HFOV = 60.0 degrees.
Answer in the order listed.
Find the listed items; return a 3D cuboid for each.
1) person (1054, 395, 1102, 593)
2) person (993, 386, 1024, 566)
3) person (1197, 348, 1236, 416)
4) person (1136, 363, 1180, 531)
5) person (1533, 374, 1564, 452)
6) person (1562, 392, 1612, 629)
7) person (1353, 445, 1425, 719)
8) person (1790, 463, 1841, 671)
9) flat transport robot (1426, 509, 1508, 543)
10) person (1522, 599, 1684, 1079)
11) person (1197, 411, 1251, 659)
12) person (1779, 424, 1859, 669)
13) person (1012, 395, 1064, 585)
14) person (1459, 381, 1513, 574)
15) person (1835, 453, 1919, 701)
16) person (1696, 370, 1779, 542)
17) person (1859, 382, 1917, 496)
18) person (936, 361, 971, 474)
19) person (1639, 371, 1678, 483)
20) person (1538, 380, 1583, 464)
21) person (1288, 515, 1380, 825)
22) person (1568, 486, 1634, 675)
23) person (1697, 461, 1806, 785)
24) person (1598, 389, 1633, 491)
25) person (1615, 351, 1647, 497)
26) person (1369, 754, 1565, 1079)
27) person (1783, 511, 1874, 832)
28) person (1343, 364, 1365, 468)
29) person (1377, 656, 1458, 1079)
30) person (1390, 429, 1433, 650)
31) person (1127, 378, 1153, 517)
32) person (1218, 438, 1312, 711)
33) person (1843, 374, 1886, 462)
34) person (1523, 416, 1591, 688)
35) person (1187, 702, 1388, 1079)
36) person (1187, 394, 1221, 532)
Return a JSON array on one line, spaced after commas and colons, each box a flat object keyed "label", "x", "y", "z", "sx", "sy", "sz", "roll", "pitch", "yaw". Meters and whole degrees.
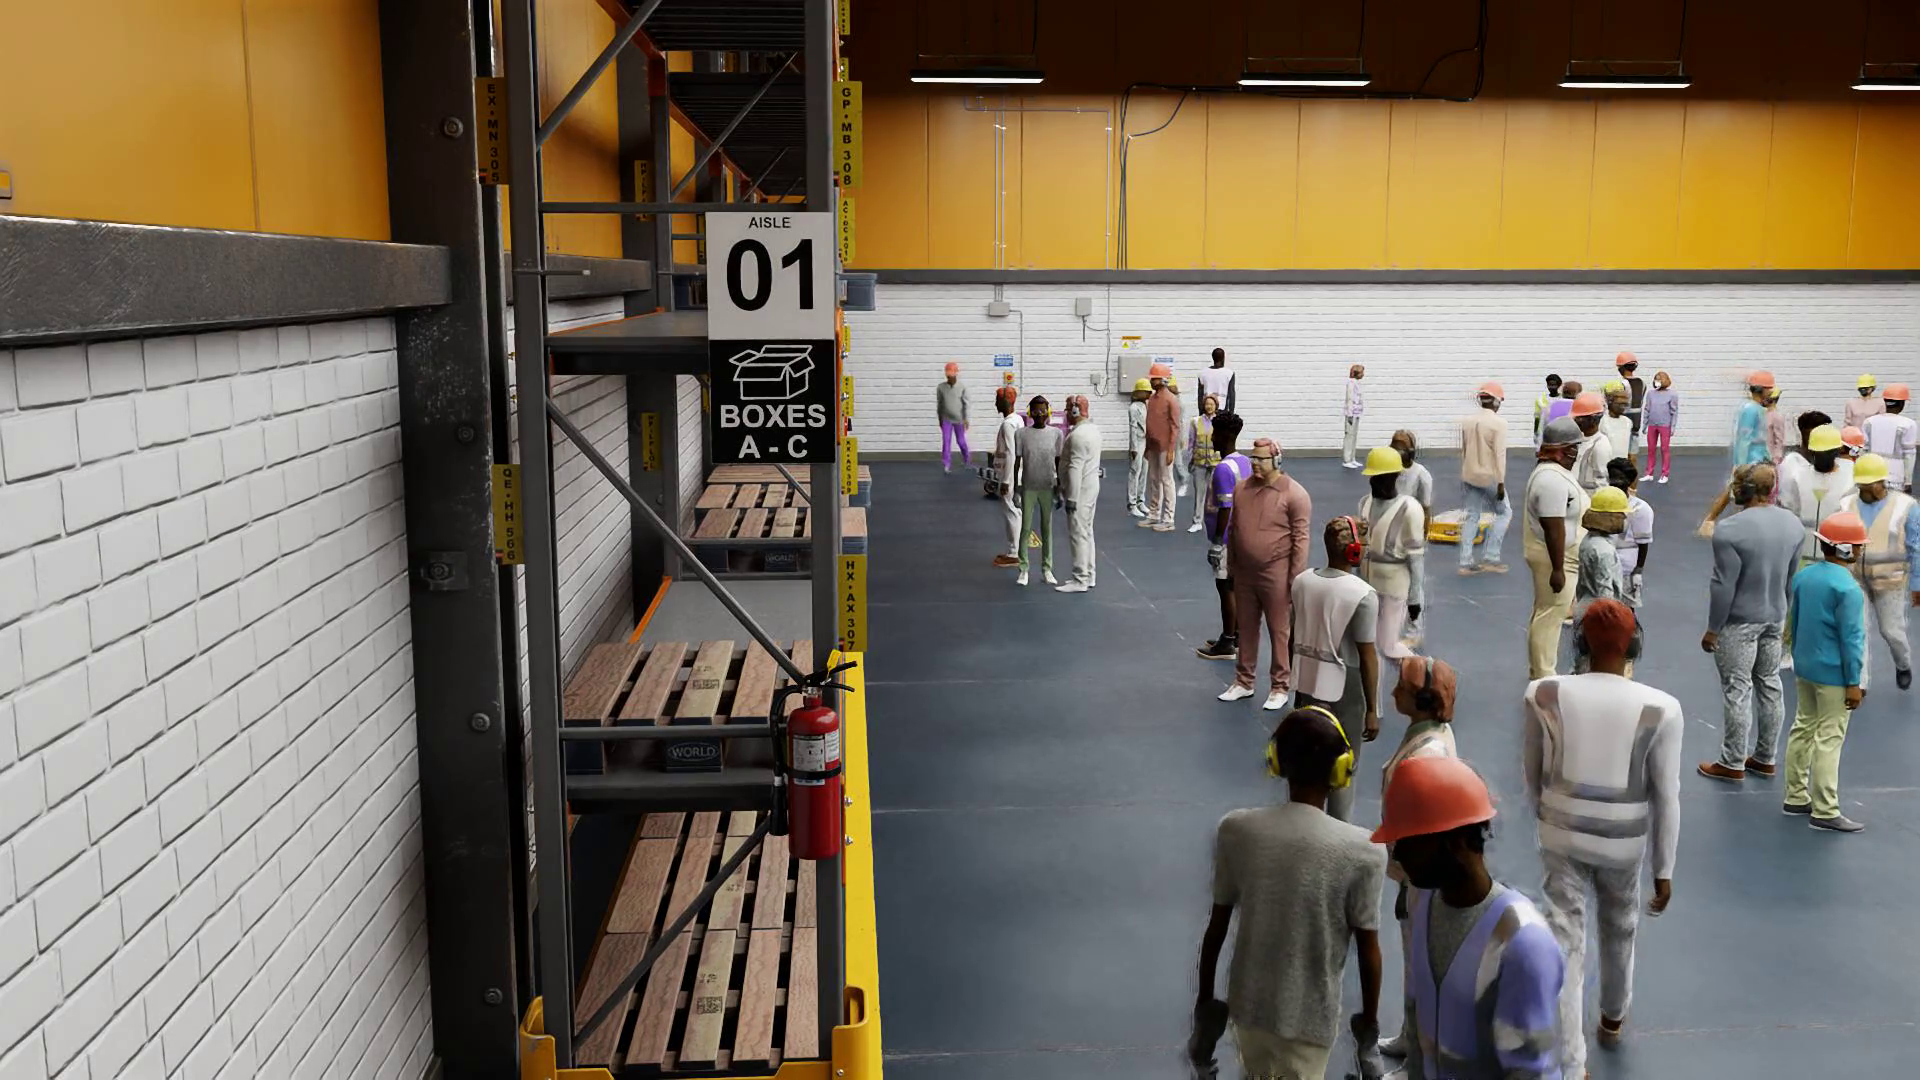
[{"label": "person", "x": 1.141, "y": -0.448, "z": 15.998, "sx": 0.400, "sy": 1.894, "sz": 0.658, "roll": 3, "pitch": 10, "yaw": 18}, {"label": "person", "x": 0.517, "y": -0.661, "z": 17.369, "sx": 0.337, "sy": 1.879, "sz": 0.585, "roll": 2, "pitch": 9, "yaw": 10}, {"label": "person", "x": 3.953, "y": -2.000, "z": 25.669, "sx": 0.590, "sy": 1.916, "sz": 0.399, "roll": 4, "pitch": 10, "yaw": 24}, {"label": "person", "x": 2.375, "y": -1.106, "z": 19.803, "sx": 0.380, "sy": 1.996, "sz": 0.608, "roll": -4, "pitch": 10, "yaw": -25}, {"label": "person", "x": 8.154, "y": -1.444, "z": 22.905, "sx": 0.536, "sy": 1.688, "sz": 0.320, "roll": 6, "pitch": 11, "yaw": 34}, {"label": "person", "x": 5.362, "y": -0.253, "z": 14.312, "sx": 0.378, "sy": 2.040, "sz": 0.607, "roll": 0, "pitch": 9, "yaw": 1}, {"label": "person", "x": 2.908, "y": 0.302, "z": 11.234, "sx": 0.607, "sy": 1.908, "sz": 0.597, "roll": -4, "pitch": 10, "yaw": -24}, {"label": "person", "x": 6.559, "y": 0.210, "z": 12.660, "sx": 0.498, "sy": 1.636, "sz": 0.280, "roll": 7, "pitch": 11, "yaw": 36}, {"label": "flat transport robot", "x": 5.850, "y": -0.165, "z": 19.294, "sx": 0.652, "sy": 0.197, "sz": 1.431, "roll": 6, "pitch": 11, "yaw": 31}, {"label": "person", "x": 2.406, "y": 1.126, "z": 6.290, "sx": 0.564, "sy": 1.829, "sz": 0.962, "roll": 4, "pitch": 10, "yaw": 23}, {"label": "person", "x": 2.109, "y": -0.039, "z": 13.194, "sx": 0.367, "sy": 1.966, "sz": 0.607, "roll": 4, "pitch": 10, "yaw": 22}, {"label": "person", "x": 6.505, "y": 0.080, "z": 12.593, "sx": 0.609, "sy": 1.928, "sz": 0.392, "roll": 7, "pitch": 11, "yaw": 36}, {"label": "person", "x": 0.765, "y": -0.488, "z": 16.315, "sx": 0.511, "sy": 1.872, "sz": 0.328, "roll": -1, "pitch": 9, "yaw": -7}, {"label": "person", "x": 5.359, "y": -0.624, "z": 16.853, "sx": 0.658, "sy": 1.962, "sz": 0.646, "roll": -4, "pitch": 10, "yaw": -24}, {"label": "person", "x": 6.559, "y": 0.264, "z": 11.839, "sx": 0.707, "sy": 1.793, "sz": 0.638, "roll": -7, "pitch": 12, "yaw": -39}, {"label": "person", "x": 8.858, "y": -0.912, "z": 18.646, "sx": 1.075, "sy": 1.995, "sz": 0.628, "roll": 4, "pitch": 10, "yaw": 24}, {"label": "person", "x": 9.563, "y": -0.655, "z": 17.154, "sx": 0.379, "sy": 1.938, "sz": 0.547, "roll": -6, "pitch": 11, "yaw": -34}, {"label": "person", "x": -0.080, "y": -1.907, "z": 25.660, "sx": 0.576, "sy": 1.729, "sz": 0.691, "roll": 3, "pitch": 9, "yaw": 16}, {"label": "person", "x": 10.238, "y": -1.651, "z": 24.354, "sx": 0.268, "sy": 1.632, "sz": 0.509, "roll": -7, "pitch": 11, "yaw": -37}, {"label": "person", "x": 7.131, "y": -0.989, "z": 19.708, "sx": 0.482, "sy": 1.810, "sz": 0.764, "roll": -6, "pitch": 11, "yaw": -35}, {"label": "person", "x": 1.862, "y": 0.793, "z": 8.346, "sx": 0.375, "sy": 1.844, "sz": 0.567, "roll": -5, "pitch": 10, "yaw": -30}, {"label": "person", "x": 3.959, "y": 0.532, "z": 10.308, "sx": 0.324, "sy": 1.743, "sz": 0.490, "roll": 1, "pitch": 9, "yaw": 8}, {"label": "person", "x": 4.709, "y": 0.495, "z": 9.933, "sx": 0.627, "sy": 1.939, "sz": 0.375, "roll": -3, "pitch": 10, "yaw": -19}, {"label": "person", "x": 6.924, "y": -0.689, "z": 17.704, "sx": 0.550, "sy": 1.835, "sz": 0.343, "roll": -3, "pitch": 10, "yaw": -18}, {"label": "person", "x": 8.782, "y": -1.476, "z": 21.994, "sx": 0.608, "sy": 2.039, "sz": 0.395, "roll": -7, "pitch": 11, "yaw": -36}, {"label": "person", "x": 1.245, "y": 1.454, "z": 4.146, "sx": 0.846, "sy": 1.869, "sz": 0.574, "roll": -4, "pitch": 10, "yaw": -22}, {"label": "person", "x": 4.792, "y": 0.710, "z": 9.150, "sx": 0.327, "sy": 1.753, "sz": 0.563, "roll": -1, "pitch": 9, "yaw": -3}, {"label": "person", "x": 6.219, "y": -1.954, "z": 26.271, "sx": 0.313, "sy": 1.633, "sz": 0.517, "roll": 5, "pitch": 10, "yaw": 29}, {"label": "person", "x": 1.712, "y": 1.234, "z": 6.212, "sx": 0.309, "sy": 1.644, "sz": 0.512, "roll": 3, "pitch": 9, "yaw": 17}, {"label": "person", "x": 3.540, "y": 0.009, "z": 13.365, "sx": 0.591, "sy": 1.813, "sz": 0.542, "roll": -7, "pitch": 11, "yaw": -37}, {"label": "person", "x": 2.299, "y": -1.171, "z": 20.998, "sx": 0.295, "sy": 1.743, "sz": 0.493, "roll": 6, "pitch": 11, "yaw": 32}, {"label": "person", "x": 2.122, "y": 0.232, "z": 11.674, "sx": 0.402, "sy": 1.911, "sz": 0.638, "roll": -9, "pitch": 13, "yaw": -44}, {"label": "person", "x": 11.764, "y": -1.278, "z": 21.656, "sx": 0.380, "sy": 1.757, "sz": 0.531, "roll": -9, "pitch": 12, "yaw": -43}, {"label": "person", "x": 4.299, "y": 0.134, "z": 11.878, "sx": 0.539, "sy": 2.000, "sz": 0.689, "roll": 2, "pitch": 9, "yaw": 14}, {"label": "person", "x": 0.961, "y": 1.377, "z": 4.776, "sx": 0.506, "sy": 1.813, "sz": 0.877, "roll": 7, "pitch": 11, "yaw": 36}, {"label": "person", "x": 2.927, "y": -0.893, "z": 19.566, "sx": 0.521, "sy": 1.645, "sz": 0.306, "roll": 4, "pitch": 10, "yaw": 24}]
